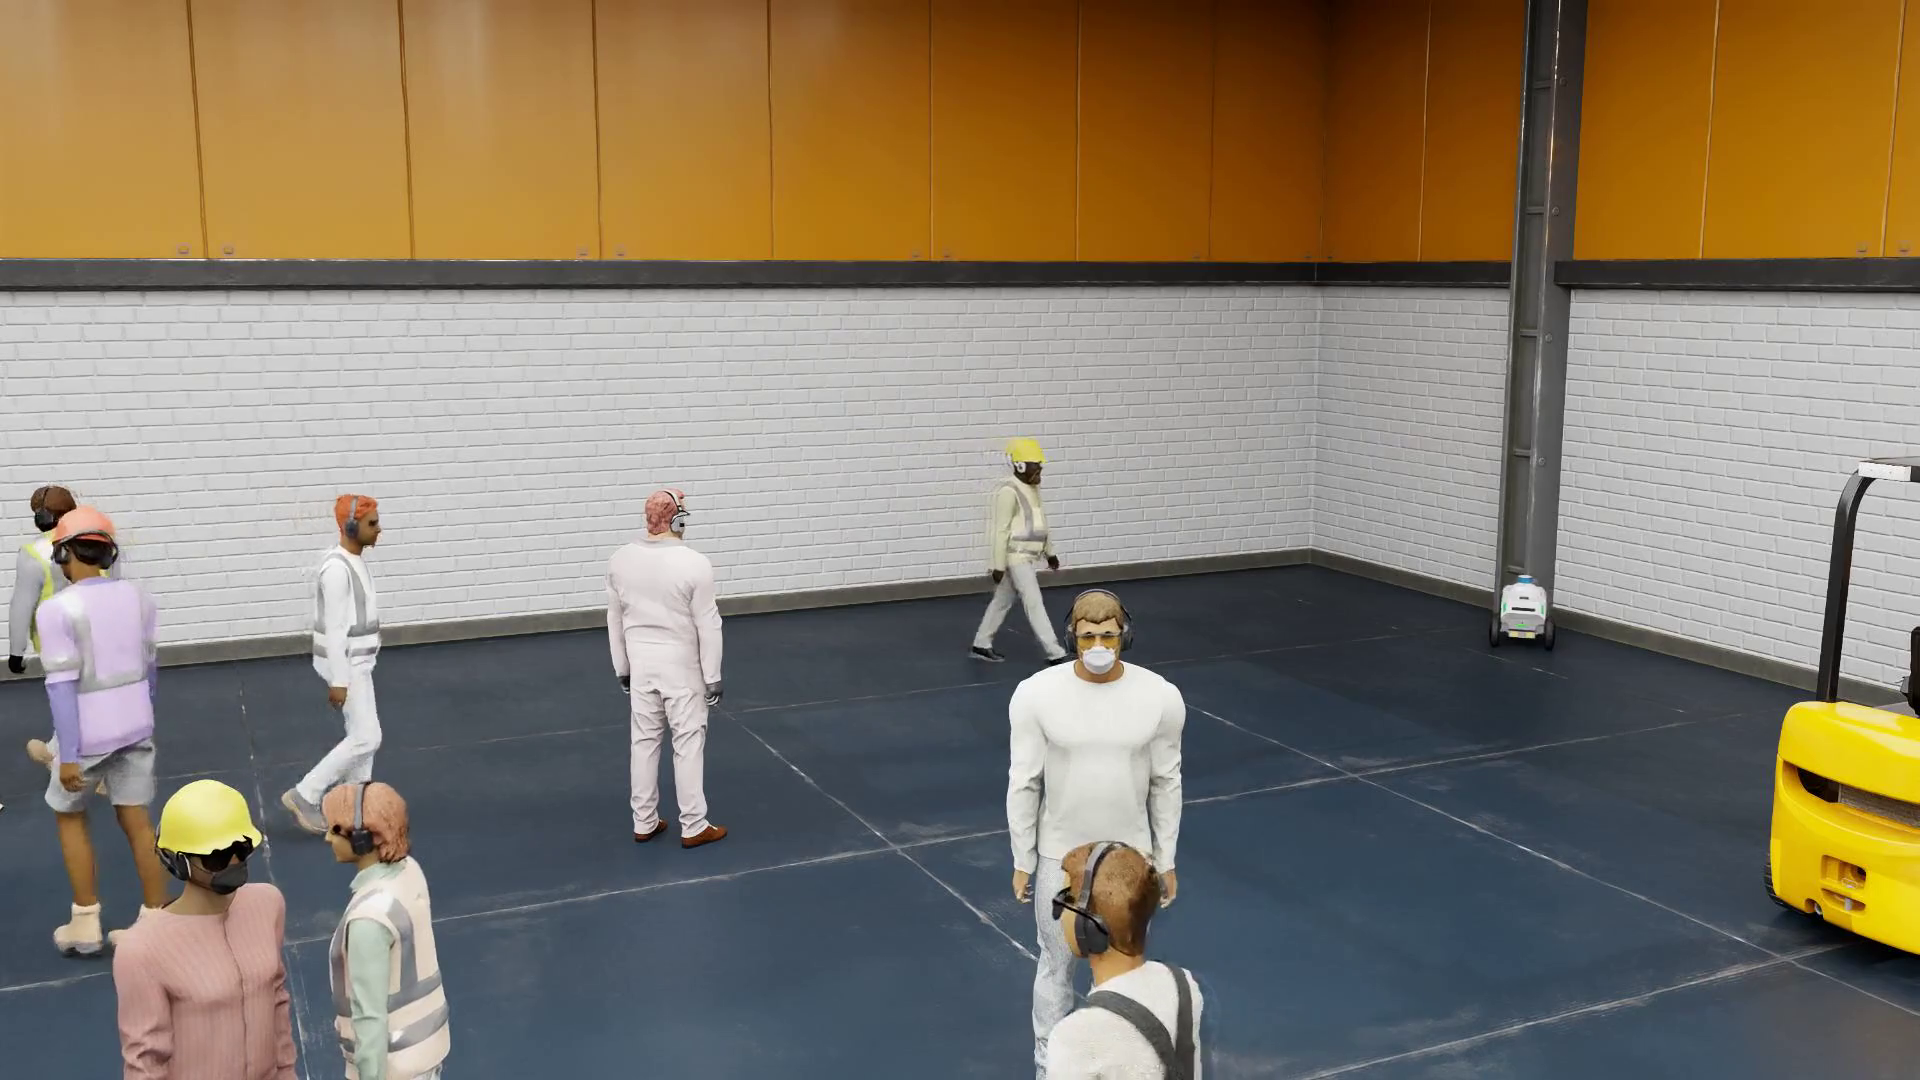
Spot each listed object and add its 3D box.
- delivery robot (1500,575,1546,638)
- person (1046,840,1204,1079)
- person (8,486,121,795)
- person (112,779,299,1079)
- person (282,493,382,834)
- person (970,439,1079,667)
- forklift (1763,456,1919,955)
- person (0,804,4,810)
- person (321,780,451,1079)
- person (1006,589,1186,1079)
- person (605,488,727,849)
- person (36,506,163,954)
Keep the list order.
[{"bbox_3d":[4.602,0.530,13.586,0.477,0.478,0.707,3,10,18],"label":"delivery robot"},{"bbox_3d":[0.409,1.555,3.652,0.884,1.816,0.509,6,11,32],"label":"person"},{"bbox_3d":[-5.286,0.578,9.739,0.941,1.793,0.645,3,10,21],"label":"person"},{"bbox_3d":[-1.898,1.472,4.284,0.323,1.769,0.523,4,10,22],"label":"person"},{"bbox_3d":[-3.299,0.683,8.859,0.491,1.867,0.602,-2,9,-10],"label":"person"},{"bbox_3d":[0.489,0.104,12.754,0.974,1.774,0.606,3,10,19],"label":"person"},{"bbox_3d":[4.857,0.731,7.561,2.313,2.155,1.214,-4,10,-25],"label":"forklift"},{"bbox_3d":[-5.550,0.688,9.146,0.327,1.769,0.525,2,9,10],"label":"person"},{"bbox_3d":[-1.608,1.471,4.720,0.320,1.629,0.516,-1,9,-7],"label":"person"},{"bbox_3d":[0.480,1.126,5.901,0.629,1.940,0.372,0,9,-3],"label":"person"},{"bbox_3d":[-1.529,0.675,8.794,0.653,1.906,0.408,4,10,22],"label":"person"},{"bbox_3d":[-3.805,0.854,7.412,0.633,1.997,0.625,4,10,24],"label":"person"}]
